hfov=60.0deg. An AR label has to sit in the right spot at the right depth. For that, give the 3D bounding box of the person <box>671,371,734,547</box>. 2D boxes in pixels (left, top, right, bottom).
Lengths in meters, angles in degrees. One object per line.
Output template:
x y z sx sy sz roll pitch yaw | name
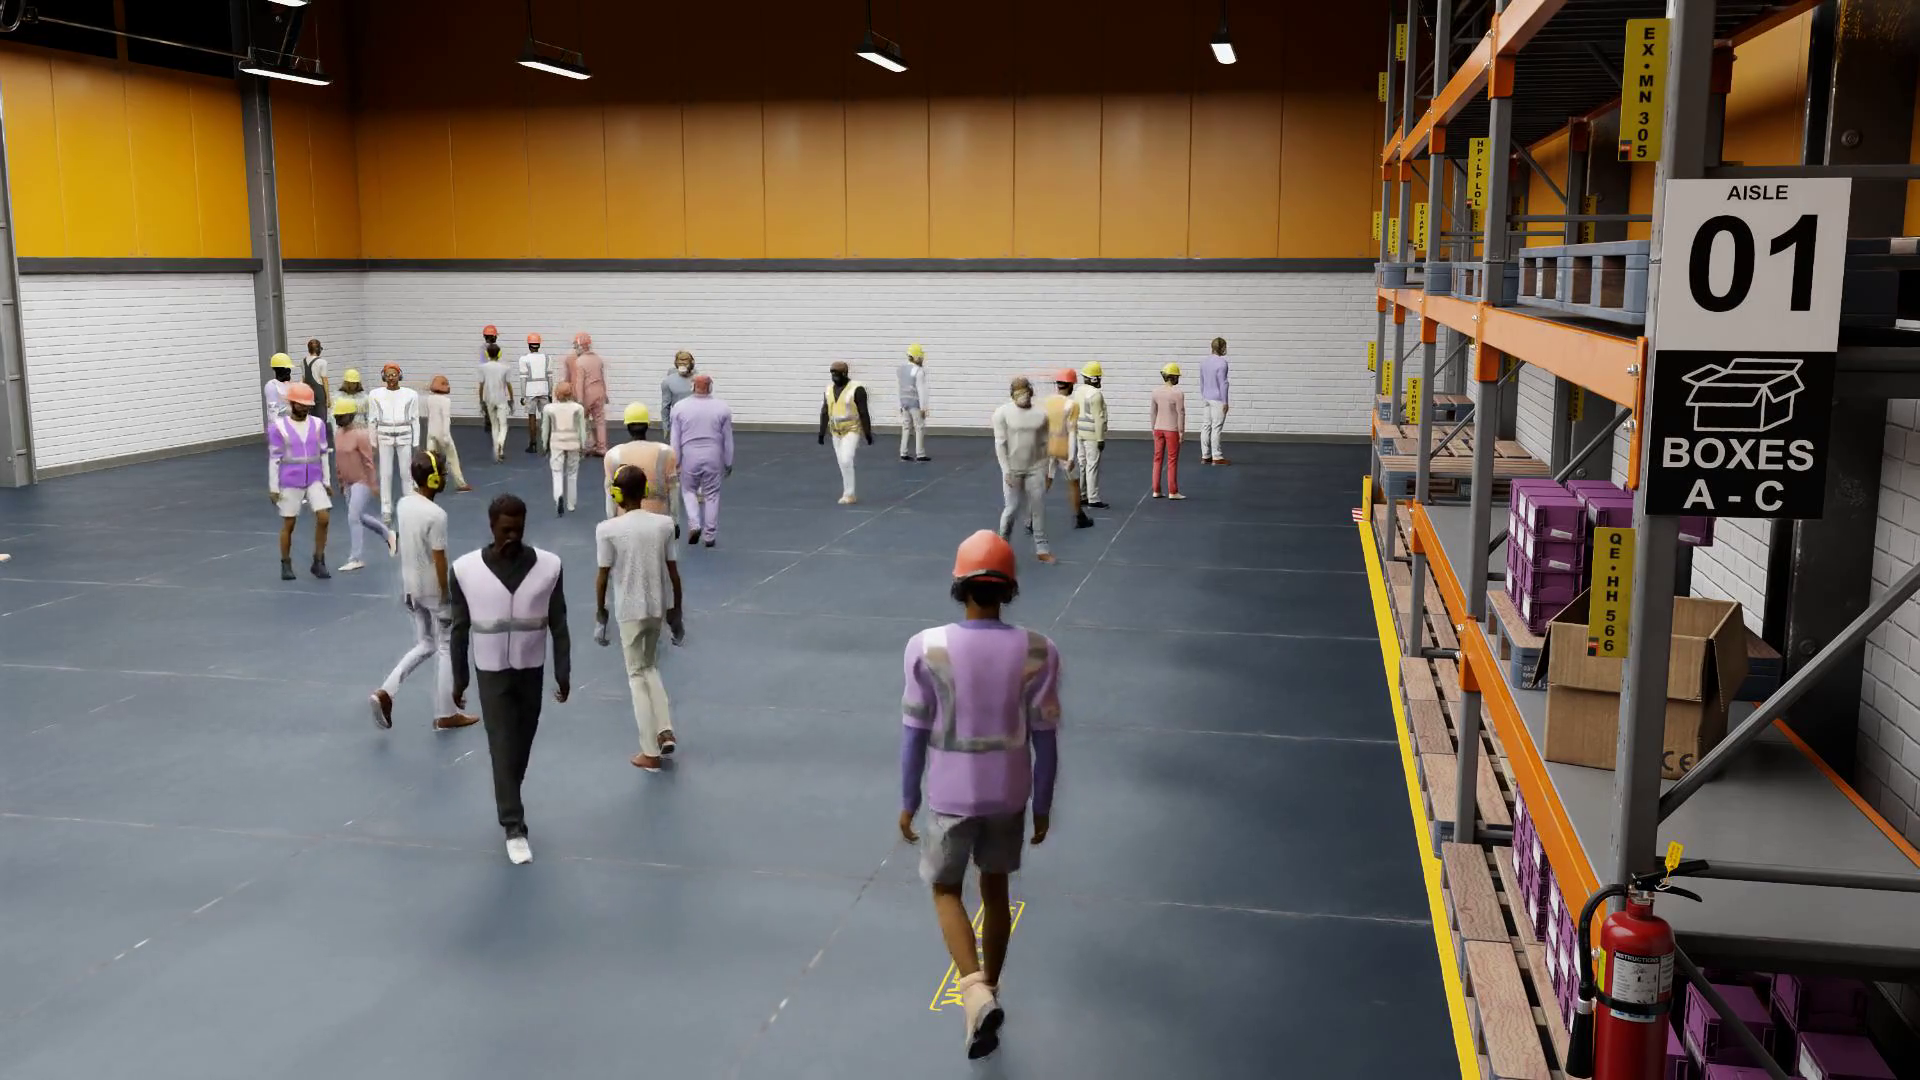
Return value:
-2.760 -0.862 17.861 0.668 1.887 0.441 -2 10 -11 | person

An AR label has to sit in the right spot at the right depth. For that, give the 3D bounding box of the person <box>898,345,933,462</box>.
-0.692 -2.074 25.478 0.457 1.813 0.613 -8 13 -41 | person

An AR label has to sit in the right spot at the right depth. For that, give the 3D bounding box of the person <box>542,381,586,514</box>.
-4.795 -1.111 20.173 0.528 1.625 0.653 -3 10 -15 | person

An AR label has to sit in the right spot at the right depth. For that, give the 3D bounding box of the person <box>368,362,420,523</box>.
-6.652 -1.144 19.583 0.576 1.882 0.355 -3 10 -18 | person

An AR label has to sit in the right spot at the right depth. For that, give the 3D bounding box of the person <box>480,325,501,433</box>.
-8.461 -2.908 30.048 0.363 1.935 0.551 -5 11 -28 | person

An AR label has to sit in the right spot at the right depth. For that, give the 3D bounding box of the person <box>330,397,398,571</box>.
-5.979 -0.589 16.702 0.540 1.738 0.751 7 11 35 | person

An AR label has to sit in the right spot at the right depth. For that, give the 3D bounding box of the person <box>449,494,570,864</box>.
-2.374 0.660 8.782 0.594 1.872 0.988 -5 11 -27 | person

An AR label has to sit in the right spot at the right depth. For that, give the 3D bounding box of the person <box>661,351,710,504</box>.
-3.461 -1.421 21.086 0.630 1.936 0.366 -2 10 -12 | person

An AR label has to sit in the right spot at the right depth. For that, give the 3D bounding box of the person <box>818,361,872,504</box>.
-1.480 -1.345 21.006 0.696 1.816 0.658 7 12 36 | person

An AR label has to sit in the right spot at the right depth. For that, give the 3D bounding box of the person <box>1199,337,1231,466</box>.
3.857 -2.091 25.136 0.371 1.935 0.627 -4 10 -25 | person

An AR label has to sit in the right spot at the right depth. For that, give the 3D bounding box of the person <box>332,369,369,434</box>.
-7.825 -1.361 21.437 0.480 1.699 0.900 -3 10 -18 | person

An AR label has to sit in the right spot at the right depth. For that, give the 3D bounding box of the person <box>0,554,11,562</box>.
-9.983 -0.780 16.909 0.616 2.041 0.378 8 13 42 | person

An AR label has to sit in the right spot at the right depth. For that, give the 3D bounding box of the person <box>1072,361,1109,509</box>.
1.633 -1.299 20.658 0.403 1.835 0.586 -5 11 -26 | person

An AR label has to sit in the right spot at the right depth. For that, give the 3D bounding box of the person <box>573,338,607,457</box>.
-5.856 -2.220 26.071 0.676 1.870 0.683 5 11 27 | person

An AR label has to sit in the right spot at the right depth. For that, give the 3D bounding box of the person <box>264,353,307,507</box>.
-8.470 -1.377 20.850 0.364 1.927 0.587 0 9 -2 | person

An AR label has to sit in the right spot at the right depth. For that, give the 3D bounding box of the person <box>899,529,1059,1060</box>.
0.091 0.980 6.355 0.615 2.025 0.716 -2 10 -12 | person

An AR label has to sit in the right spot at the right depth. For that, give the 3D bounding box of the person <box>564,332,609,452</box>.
-5.919 -2.321 26.478 0.631 1.938 1.030 4 10 23 | person

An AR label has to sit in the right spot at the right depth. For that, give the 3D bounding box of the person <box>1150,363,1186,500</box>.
2.691 -1.400 21.484 0.329 1.765 0.526 -9 13 -44 | person

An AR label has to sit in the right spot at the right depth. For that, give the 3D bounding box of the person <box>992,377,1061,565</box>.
0.642 -0.703 16.867 0.697 1.907 0.528 -4 10 -21 | person

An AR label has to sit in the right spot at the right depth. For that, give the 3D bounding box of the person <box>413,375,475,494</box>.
-6.852 -1.375 21.865 0.511 1.585 0.888 7 12 35 | person

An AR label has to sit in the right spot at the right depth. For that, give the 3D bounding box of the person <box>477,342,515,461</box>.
-7.108 -2.102 25.483 0.540 1.843 0.719 -1 9 -4 | person

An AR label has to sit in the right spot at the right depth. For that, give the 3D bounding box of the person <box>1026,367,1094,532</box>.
1.118 -1.018 18.848 0.555 1.881 1.035 7 12 37 | person

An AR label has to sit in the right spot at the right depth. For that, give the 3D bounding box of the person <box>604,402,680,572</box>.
-2.610 -0.176 13.667 0.609 1.911 0.623 -1 9 -7 | person

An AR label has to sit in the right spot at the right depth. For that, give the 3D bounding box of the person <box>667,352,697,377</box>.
-4.603 -2.313 27.499 0.523 1.578 0.872 0 9 1 | person

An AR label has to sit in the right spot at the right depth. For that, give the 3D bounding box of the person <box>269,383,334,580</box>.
-6.291 -0.546 15.931 0.587 1.897 0.731 -8 13 -41 | person

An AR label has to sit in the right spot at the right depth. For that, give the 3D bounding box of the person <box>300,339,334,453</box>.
-10.324 -2.298 26.688 0.501 1.839 0.341 4 10 24 | person

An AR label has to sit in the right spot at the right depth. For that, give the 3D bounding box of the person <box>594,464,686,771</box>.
-1.923 0.475 9.982 0.488 1.845 0.468 -8 12 -40 | person

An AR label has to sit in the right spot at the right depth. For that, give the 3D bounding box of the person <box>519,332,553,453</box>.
-6.827 -2.366 26.781 0.550 1.937 0.357 -7 12 -35 | person

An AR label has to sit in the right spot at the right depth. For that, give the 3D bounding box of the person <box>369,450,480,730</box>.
-3.480 0.347 10.708 0.530 1.850 0.635 7 12 38 | person
